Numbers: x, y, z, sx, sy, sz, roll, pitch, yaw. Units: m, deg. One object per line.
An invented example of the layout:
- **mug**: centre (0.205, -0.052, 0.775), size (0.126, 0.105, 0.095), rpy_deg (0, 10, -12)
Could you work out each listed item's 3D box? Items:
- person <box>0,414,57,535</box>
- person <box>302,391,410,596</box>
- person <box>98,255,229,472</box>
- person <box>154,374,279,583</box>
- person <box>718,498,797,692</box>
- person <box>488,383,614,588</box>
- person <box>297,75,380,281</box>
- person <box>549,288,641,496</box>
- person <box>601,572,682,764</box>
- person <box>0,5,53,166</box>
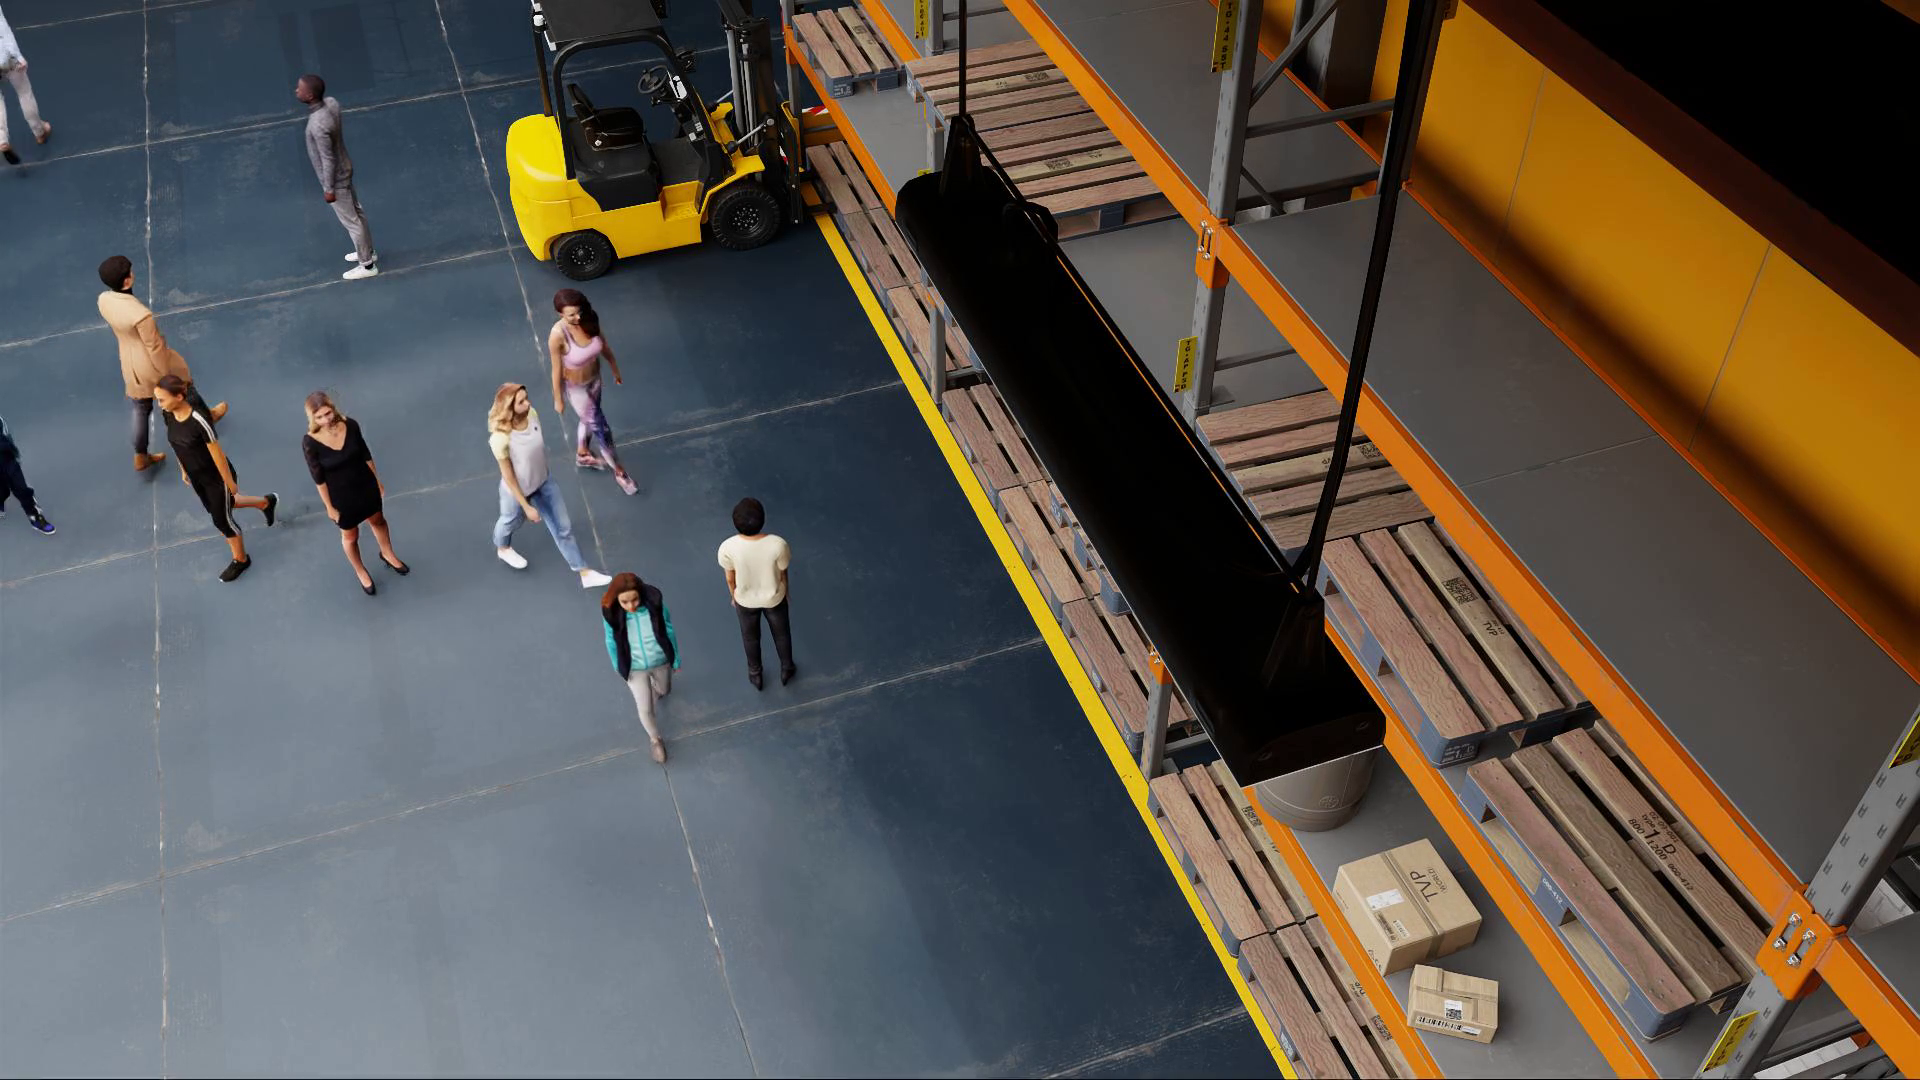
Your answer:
- **person**: centre (-6.824, -0.566, 11.710), size (0.874, 1.243, 0.750), rpy_deg (25, 49, 24)
- **person**: centre (-4.071, -0.336, 11.157), size (0.605, 1.674, 0.626), rpy_deg (30, 51, 28)
- **person**: centre (-5.997, -1.259, 12.116), size (1.092, 1.688, 1.210), rpy_deg (15, 46, 15)
- **person**: centre (-5.064, -0.503, 11.352), size (0.935, 1.647, 0.944), rpy_deg (22, 48, 22)
- **person**: centre (-1.260, 0.353, 10.496), size (0.637, 1.587, 0.558), rpy_deg (-4, 44, -4)
- **person**: centre (-2.997, -0.355, 11.190), size (1.232, 1.656, 1.161), rpy_deg (19, 47, 19)
- **person**: centre (-5.187, -3.041, 13.877), size (0.782, 1.839, 0.564), rpy_deg (-6, 44, -6)
- **person**: centre (-2.757, -1.094, 11.912), size (1.048, 1.729, 0.966), rpy_deg (21, 47, 20)
- **person**: centre (-1.942, 0.681, 10.228), size (0.578, 1.482, 0.859), rpy_deg (-16, 46, -16)
- **person**: centre (-8.853, -4.349, 15.228), size (0.770, 1.869, 1.175), rpy_deg (-9, 44, -9)
